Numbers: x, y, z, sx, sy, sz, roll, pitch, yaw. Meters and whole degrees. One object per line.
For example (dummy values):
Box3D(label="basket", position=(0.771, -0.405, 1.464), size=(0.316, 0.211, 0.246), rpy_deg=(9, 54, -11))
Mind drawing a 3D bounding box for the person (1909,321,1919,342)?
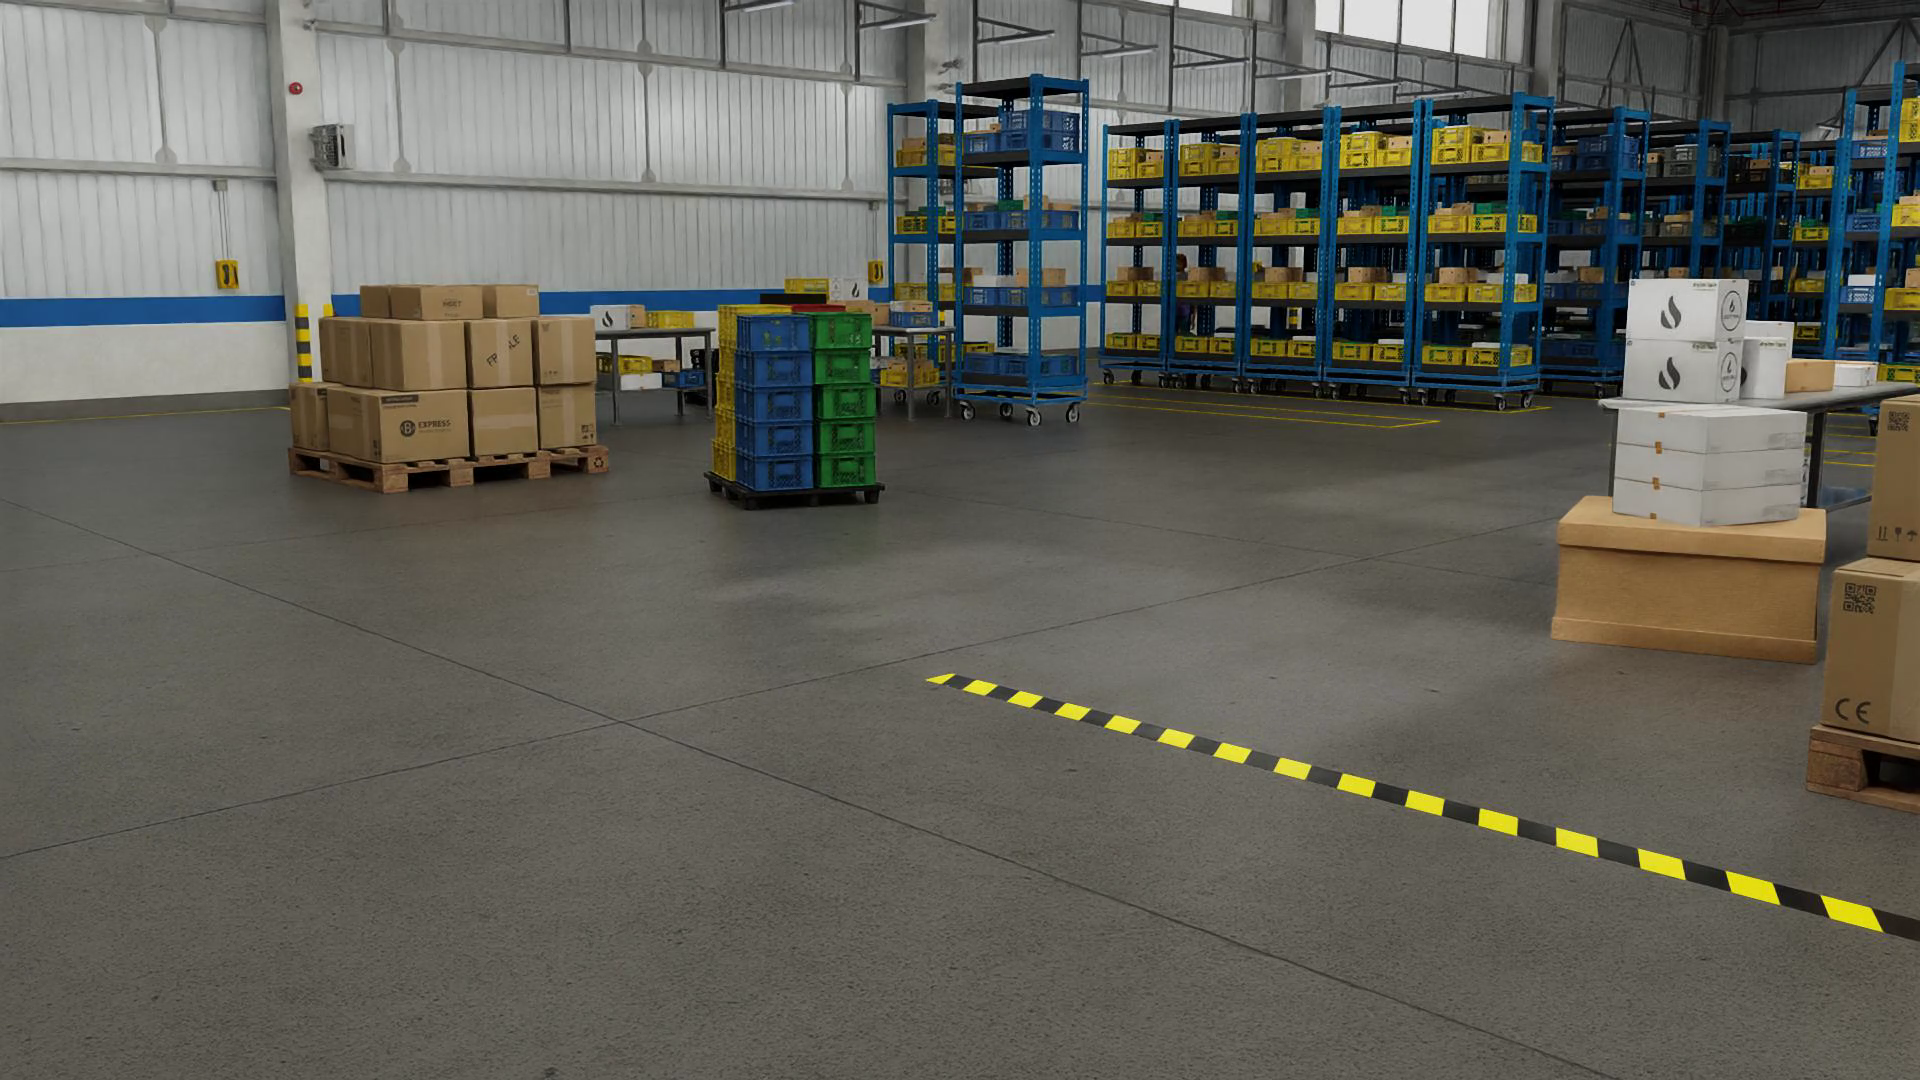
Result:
Box3D(label="person", position=(14.077, -3.204, 24.237), size=(0.880, 1.771, 0.610), rpy_deg=(-3, 10, -18))

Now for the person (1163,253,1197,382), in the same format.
Box3D(label="person", position=(3.171, -3.213, 24.038), size=(0.564, 1.846, 0.389), rpy_deg=(7, 12, 35))
